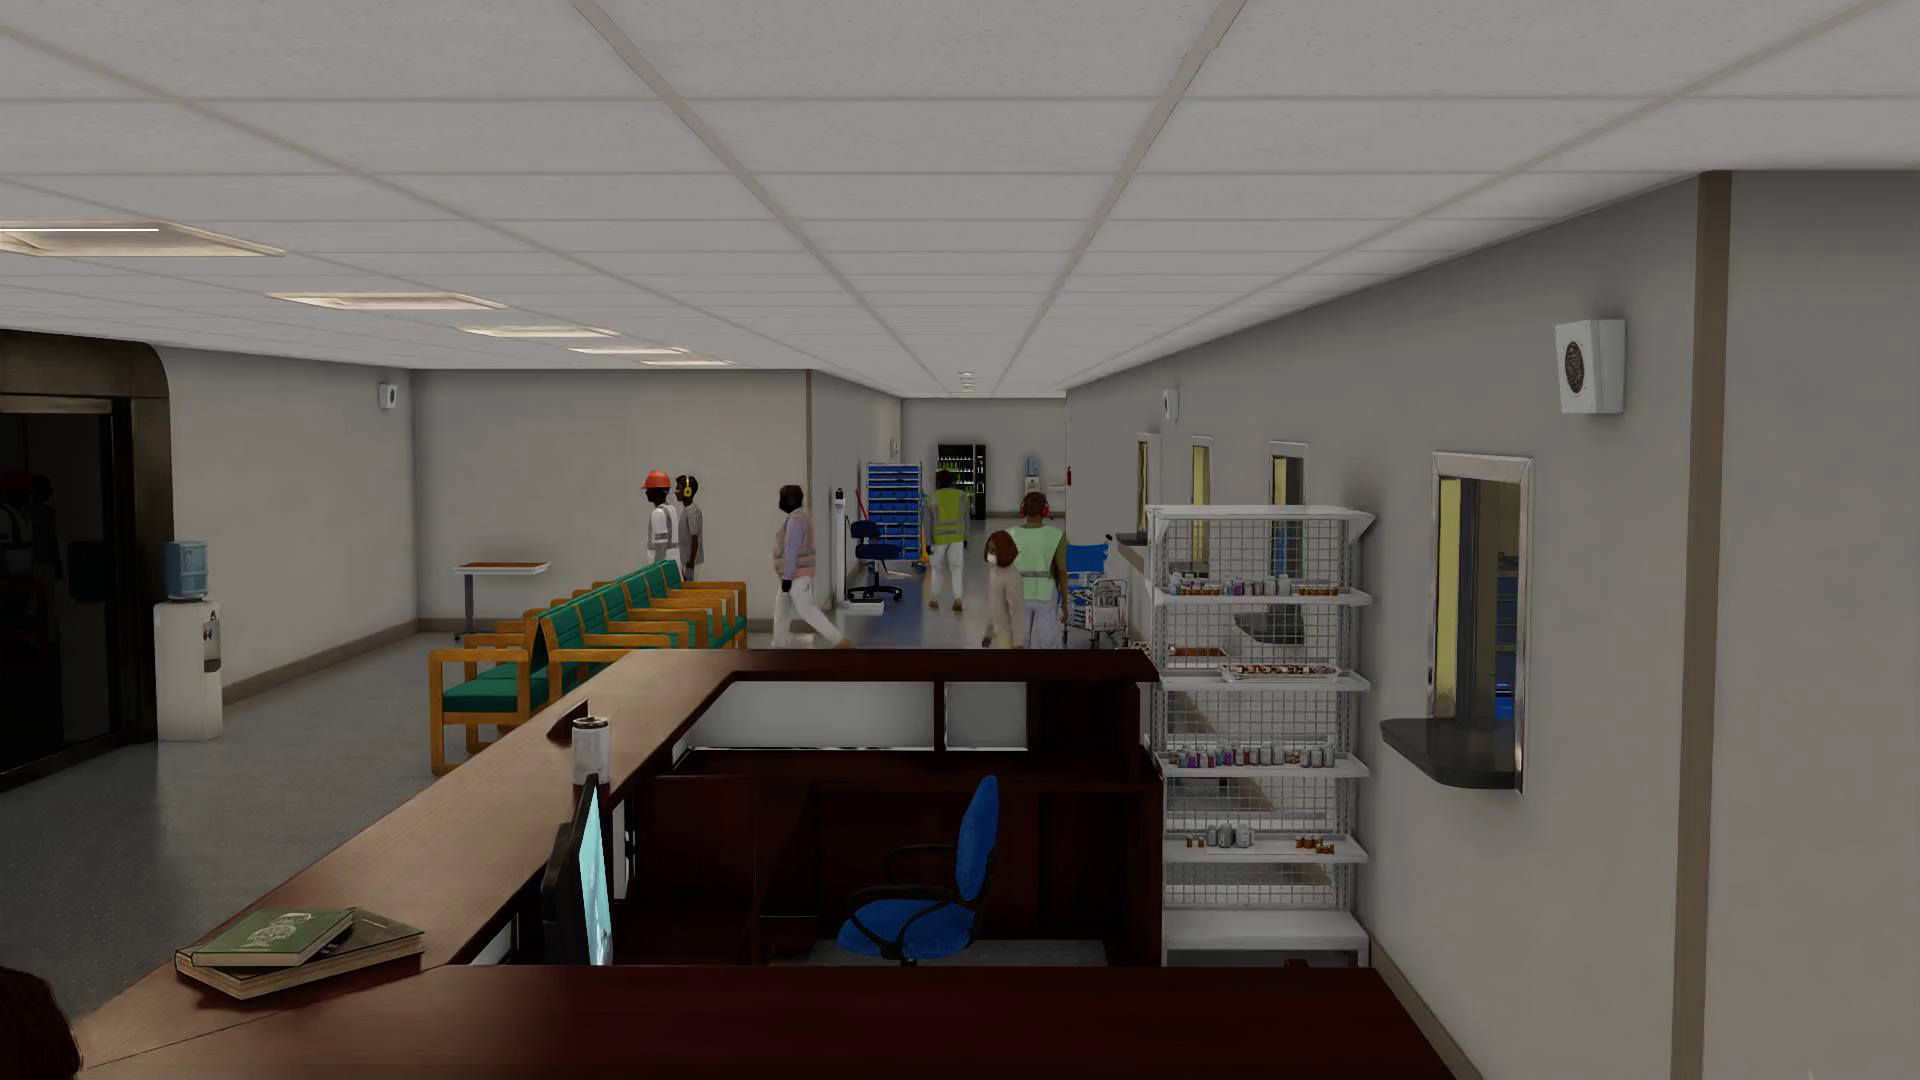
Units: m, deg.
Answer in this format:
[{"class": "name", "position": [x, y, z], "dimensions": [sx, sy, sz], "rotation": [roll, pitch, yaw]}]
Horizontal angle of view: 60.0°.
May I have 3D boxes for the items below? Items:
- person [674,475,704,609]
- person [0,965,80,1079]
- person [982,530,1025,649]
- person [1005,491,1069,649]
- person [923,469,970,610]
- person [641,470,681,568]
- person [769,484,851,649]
[{"class": "person", "position": [-2.814, 0.262, 17.190], "dimensions": [0.328, 1.872, 0.514], "rotation": [-1, 4, -14]}, {"class": "person", "position": [-1.060, 1.376, 1.870], "dimensions": [0.432, 1.827, 0.663], "rotation": [3, 5, 34]}, {"class": "person", "position": [0.408, 0.727, 12.481], "dimensions": [0.486, 1.613, 0.558], "rotation": [-1, 4, -11]}, {"class": "person", "position": [0.618, 0.517, 13.775], "dimensions": [0.567, 1.846, 0.389], "rotation": [1, 4, 15]}, {"class": "person", "position": [-0.174, -0.004, 21.339], "dimensions": [0.626, 1.814, 0.816], "rotation": [-1, 4, -10]}, {"class": "person", "position": [-2.972, 0.278, 16.495], "dimensions": [0.379, 1.938, 0.547], "rotation": [0, 4, 4]}, {"class": "person", "position": [-1.554, 0.344, 16.600], "dimensions": [0.914, 1.813, 0.629], "rotation": [0, 4, -2]}]
